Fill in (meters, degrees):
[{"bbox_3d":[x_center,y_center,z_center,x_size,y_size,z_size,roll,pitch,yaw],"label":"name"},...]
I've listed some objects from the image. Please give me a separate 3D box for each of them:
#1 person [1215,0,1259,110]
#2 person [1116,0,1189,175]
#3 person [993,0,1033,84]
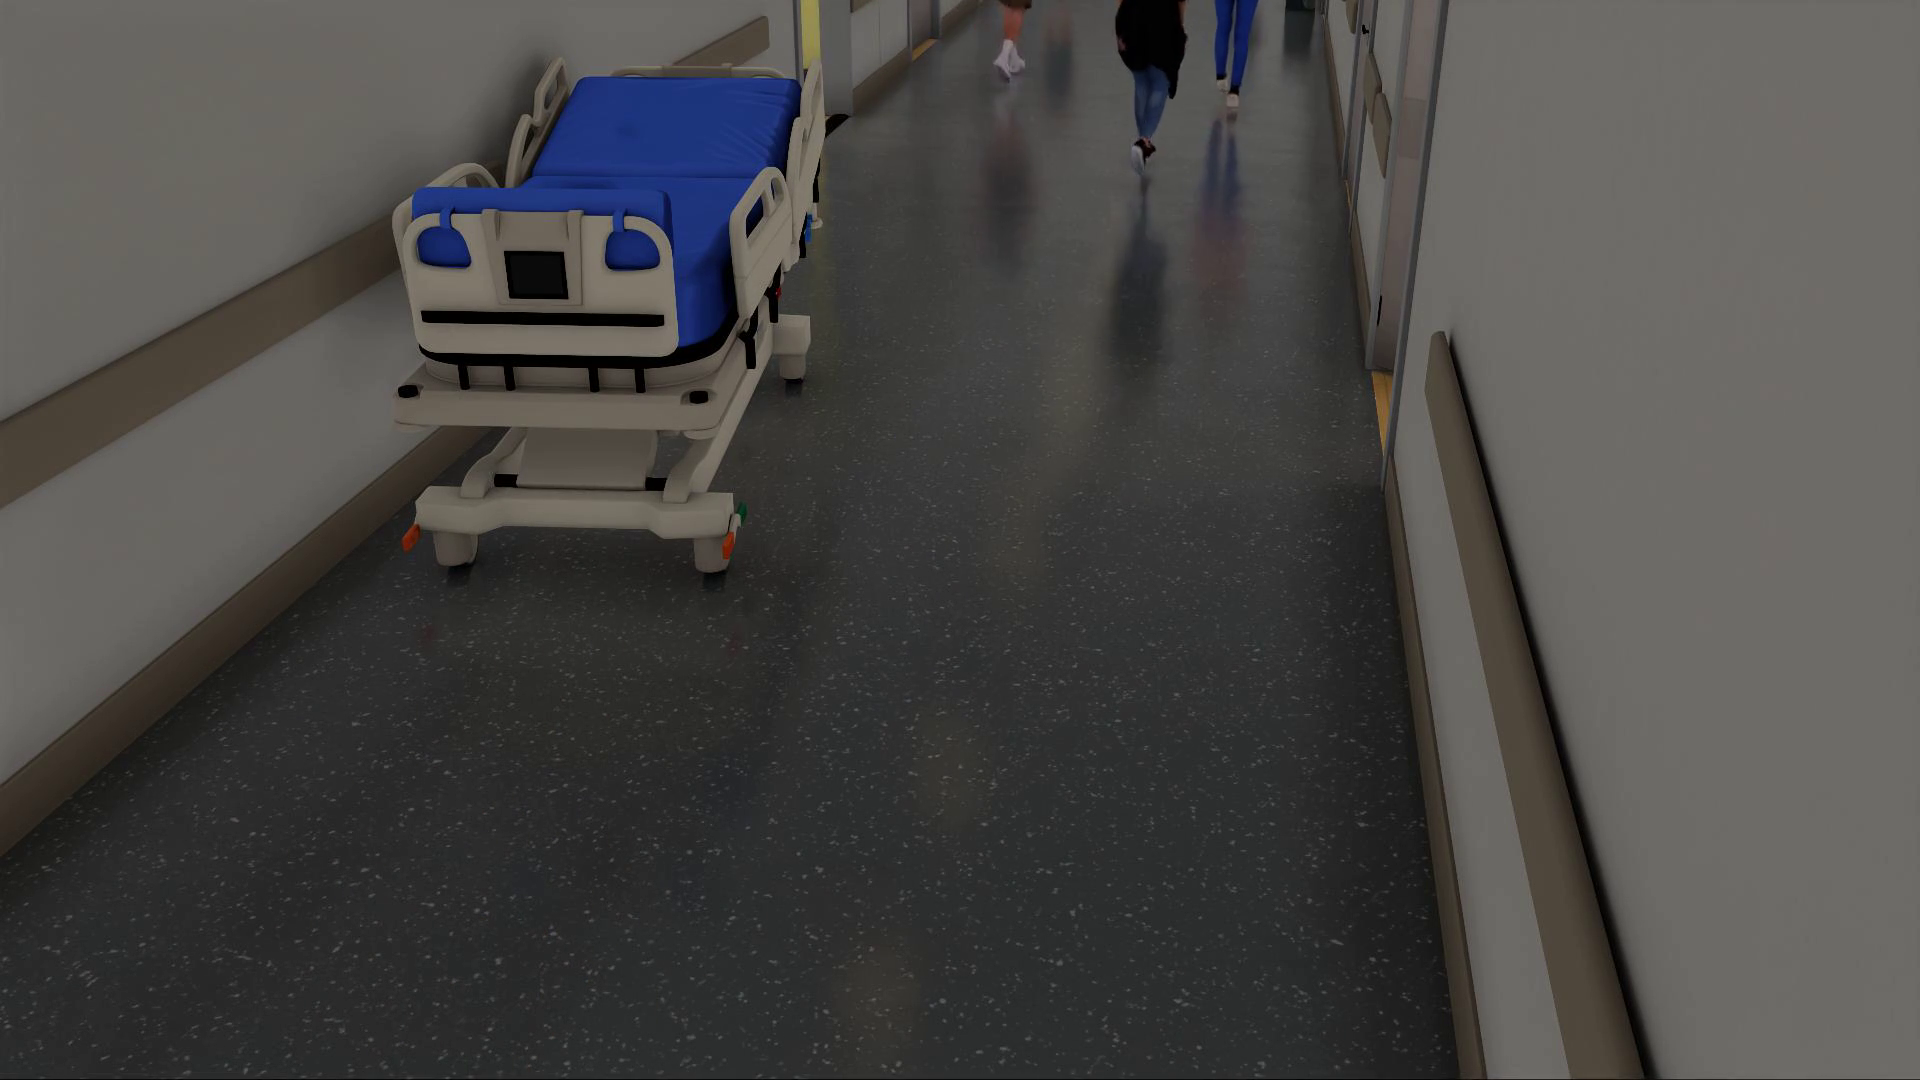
[{"bbox_3d":[2.000,-3.969,11.954,1.048,1.718,0.701,5,26,10],"label":"person"},{"bbox_3d":[1.158,-3.051,10.122,1.034,1.657,0.755,7,27,15],"label":"person"},{"bbox_3d":[0.386,-4.475,12.941,1.167,1.811,0.844,9,27,18],"label":"person"}]
